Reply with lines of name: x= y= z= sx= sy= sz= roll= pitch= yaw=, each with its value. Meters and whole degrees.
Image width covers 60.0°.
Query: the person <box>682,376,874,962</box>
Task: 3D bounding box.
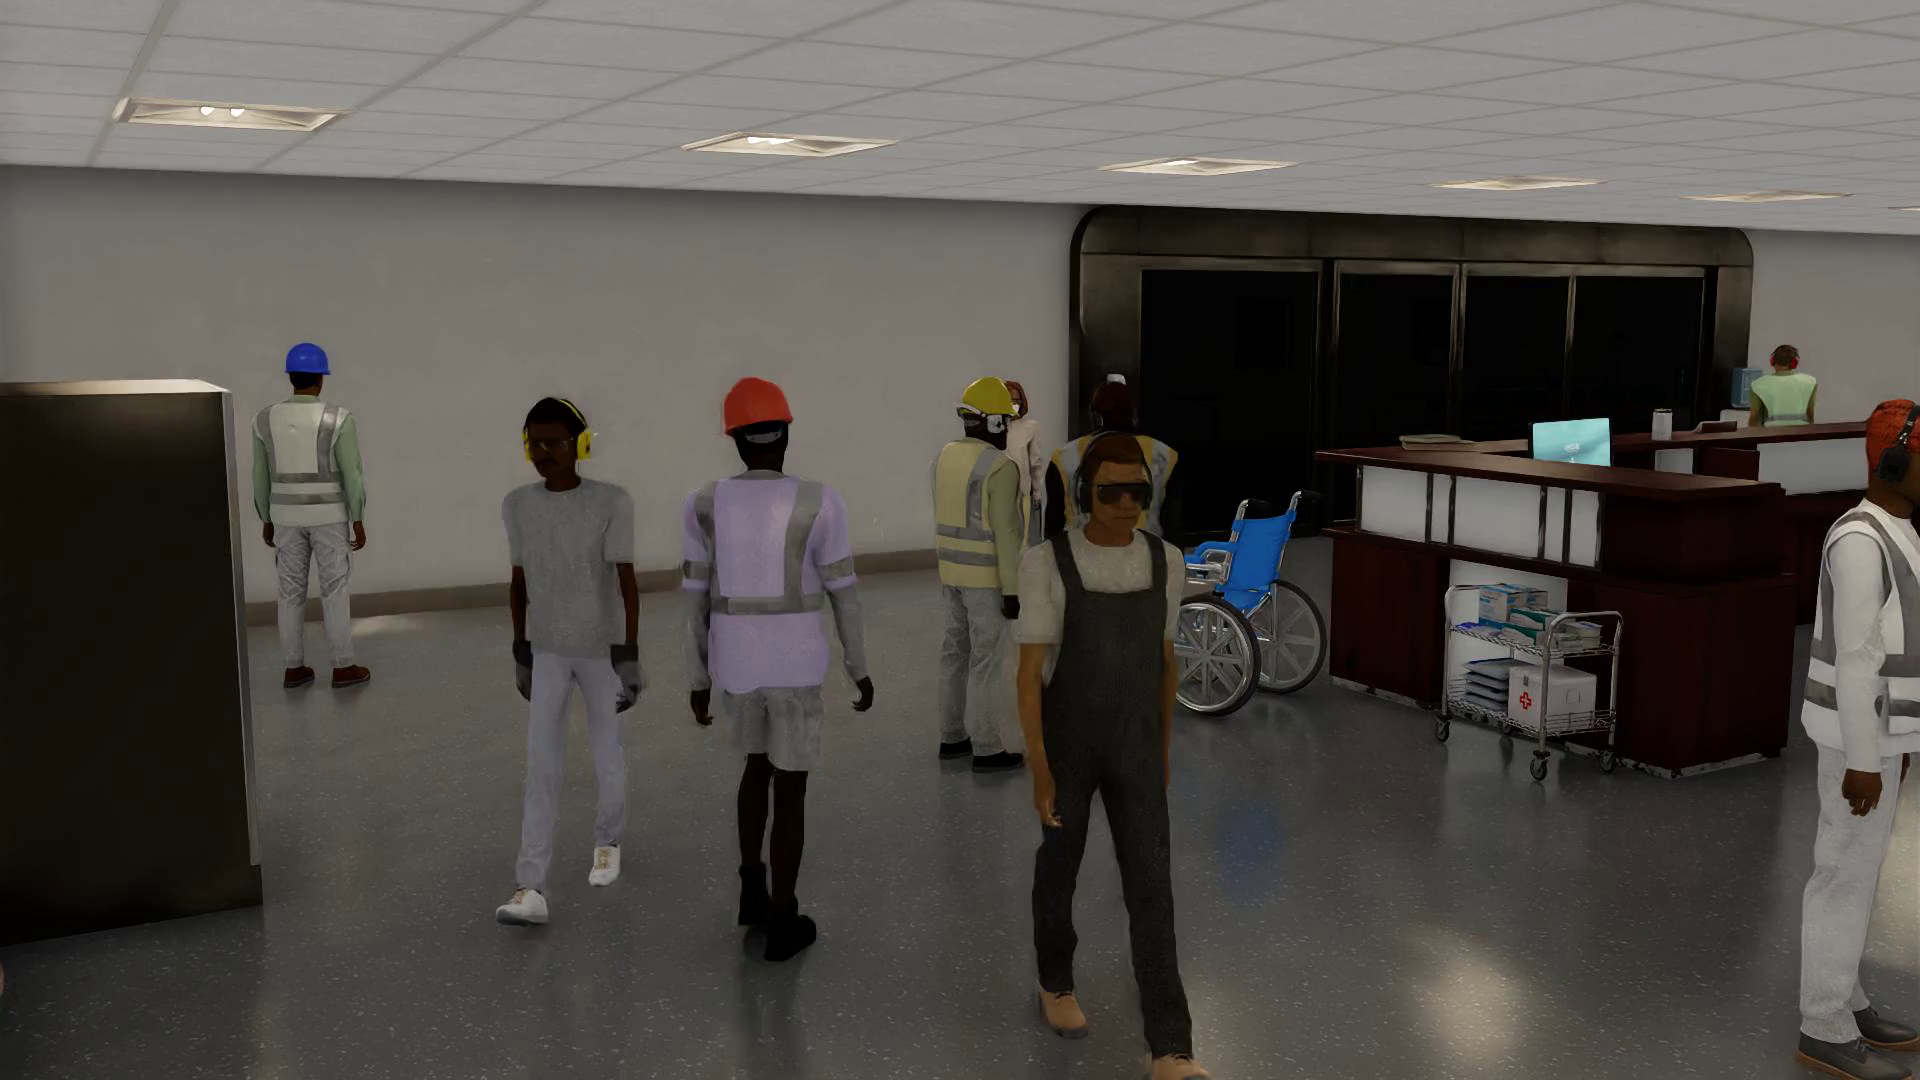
person: x=-0.603 y=0.418 z=5.524 sx=0.587 sy=1.907 sz=0.530 roll=2 pitch=8 yaw=16

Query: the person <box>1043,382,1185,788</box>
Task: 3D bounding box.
person: x=0.702 y=0.176 z=7.658 sx=0.626 sy=1.796 sz=0.859 roll=0 pitch=8 yaw=3

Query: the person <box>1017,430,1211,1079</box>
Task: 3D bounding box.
person: x=0.416 y=0.603 z=4.586 sx=0.519 sy=1.790 sz=0.985 roll=-2 pitch=8 yaw=-14

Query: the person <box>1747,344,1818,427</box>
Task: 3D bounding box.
person: x=7.479 y=-0.864 z=15.140 sx=0.607 sy=1.812 sz=0.569 roll=2 pitch=8 yaw=13

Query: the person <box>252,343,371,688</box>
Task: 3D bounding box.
person: x=-3.642 y=-0.131 z=9.363 sx=0.618 sy=1.944 sz=0.400 roll=0 pitch=8 yaw=3

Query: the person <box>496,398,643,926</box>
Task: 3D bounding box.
person: x=-1.363 y=0.415 z=5.852 sx=0.541 sy=1.818 sz=0.957 roll=0 pitch=8 yaw=3

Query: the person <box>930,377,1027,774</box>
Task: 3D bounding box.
person: x=0.098 y=0.159 z=7.723 sx=0.404 sy=1.825 sz=0.596 roll=-5 pitch=10 yaw=-34

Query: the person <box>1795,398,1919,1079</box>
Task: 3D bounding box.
person: x=2.552 y=0.551 z=4.643 sx=0.356 sy=1.887 sz=0.572 roll=5 pitch=10 yaw=34
